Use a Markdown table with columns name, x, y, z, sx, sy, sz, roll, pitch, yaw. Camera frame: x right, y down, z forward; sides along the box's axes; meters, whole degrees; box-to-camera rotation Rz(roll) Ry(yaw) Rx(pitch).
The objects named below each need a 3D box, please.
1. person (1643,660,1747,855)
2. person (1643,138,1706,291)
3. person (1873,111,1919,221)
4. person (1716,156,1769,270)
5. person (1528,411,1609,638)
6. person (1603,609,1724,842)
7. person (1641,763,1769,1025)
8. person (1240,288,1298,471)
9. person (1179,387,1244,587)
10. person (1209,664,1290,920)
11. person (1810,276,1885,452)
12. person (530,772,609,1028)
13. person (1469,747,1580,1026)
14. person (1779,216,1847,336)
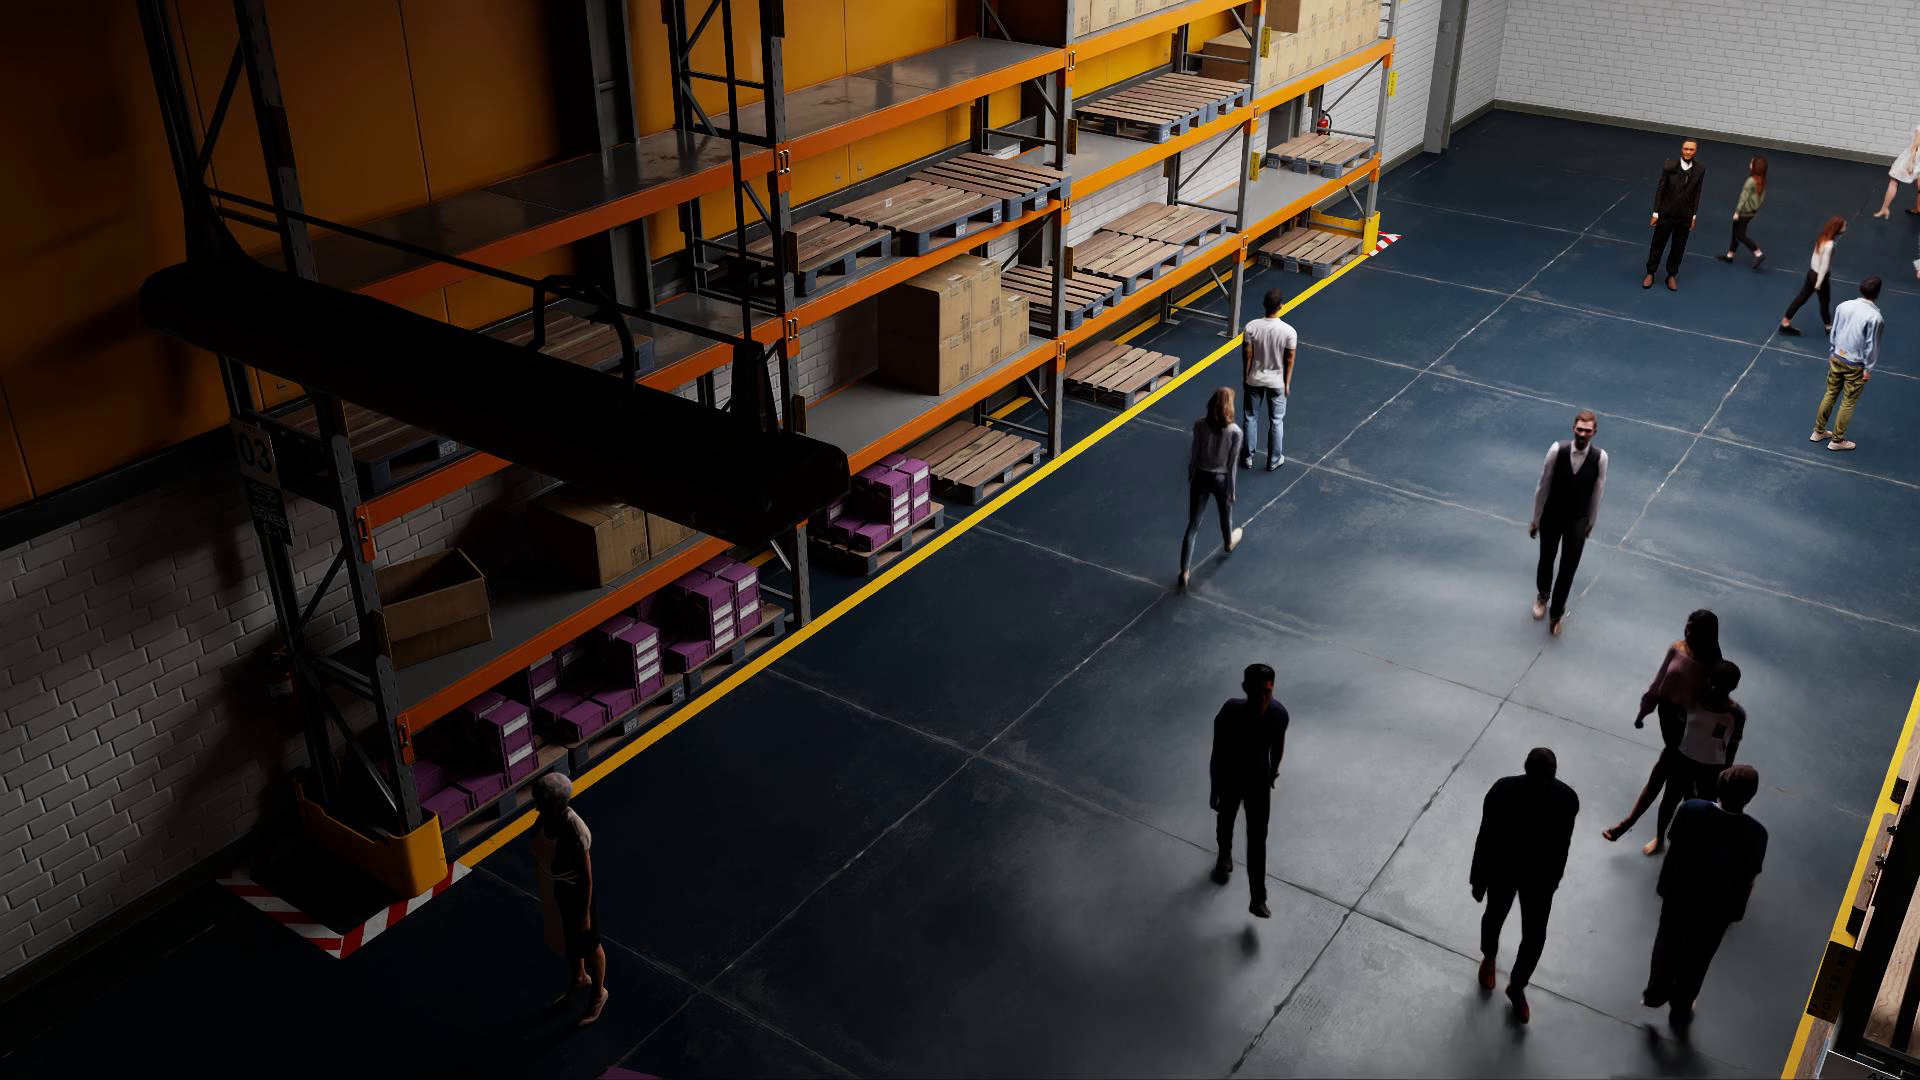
| name | x | y | z | sx | sy | sz | roll | pitch | yaw |
| --- | --- | --- | --- | --- | --- | --- | --- | --- | --- |
| person | 4.929 | 1.468 | 11.072 | 0.565 | 1.565 | 0.527 | 21 | 35 | 33 |
| person | 9.017 | -4.119 | 20.961 | 0.765 | 1.904 | 0.731 | 8 | 30 | 14 |
| person | 13.343 | -5.156 | 23.048 | 1.210 | 1.724 | 1.016 | -14 | 32 | -25 |
| person | 10.310 | -4.247 | 21.660 | 0.725 | 1.458 | 0.874 | 25 | 37 | 38 |
| person | 5.018 | -0.226 | 13.807 | 0.767 | 1.920 | 0.895 | 12 | 31 | 21 |
| person | 4.934 | 1.257 | 11.256 | 1.210 | 1.759 | 0.997 | -13 | 31 | -23 |
| person | 4.258 | 2.104 | 9.602 | 0.667 | 1.855 | 0.707 | 19 | 34 | 31 |
| person | 3.012 | -1.577 | 16.340 | 0.732 | 1.865 | 0.665 | 10 | 30 | 17 |
| person | 2.143 | -0.410 | 14.342 | 0.744 | 1.731 | 1.244 | 13 | 31 | 23 |
| person | 1.821 | 1.507 | 10.812 | 1.021 | 1.745 | 1.181 | 1 | 29 | 1 |
| person | 8.999 | -1.799 | 16.804 | 0.779 | 1.812 | 0.765 | -10 | 30 | -17 |
| person | -2.279 | 2.084 | 9.743 | 0.596 | 1.755 | 0.667 | -24 | 37 | -37 |
| person | 3.339 | 1.942 | 9.955 | 0.879 | 1.801 | 0.951 | 6 | 29 | 11 |
| person | 10.011 | -3.085 | 19.545 | 0.905 | 1.443 | 0.988 | 4 | 29 | 7 |
